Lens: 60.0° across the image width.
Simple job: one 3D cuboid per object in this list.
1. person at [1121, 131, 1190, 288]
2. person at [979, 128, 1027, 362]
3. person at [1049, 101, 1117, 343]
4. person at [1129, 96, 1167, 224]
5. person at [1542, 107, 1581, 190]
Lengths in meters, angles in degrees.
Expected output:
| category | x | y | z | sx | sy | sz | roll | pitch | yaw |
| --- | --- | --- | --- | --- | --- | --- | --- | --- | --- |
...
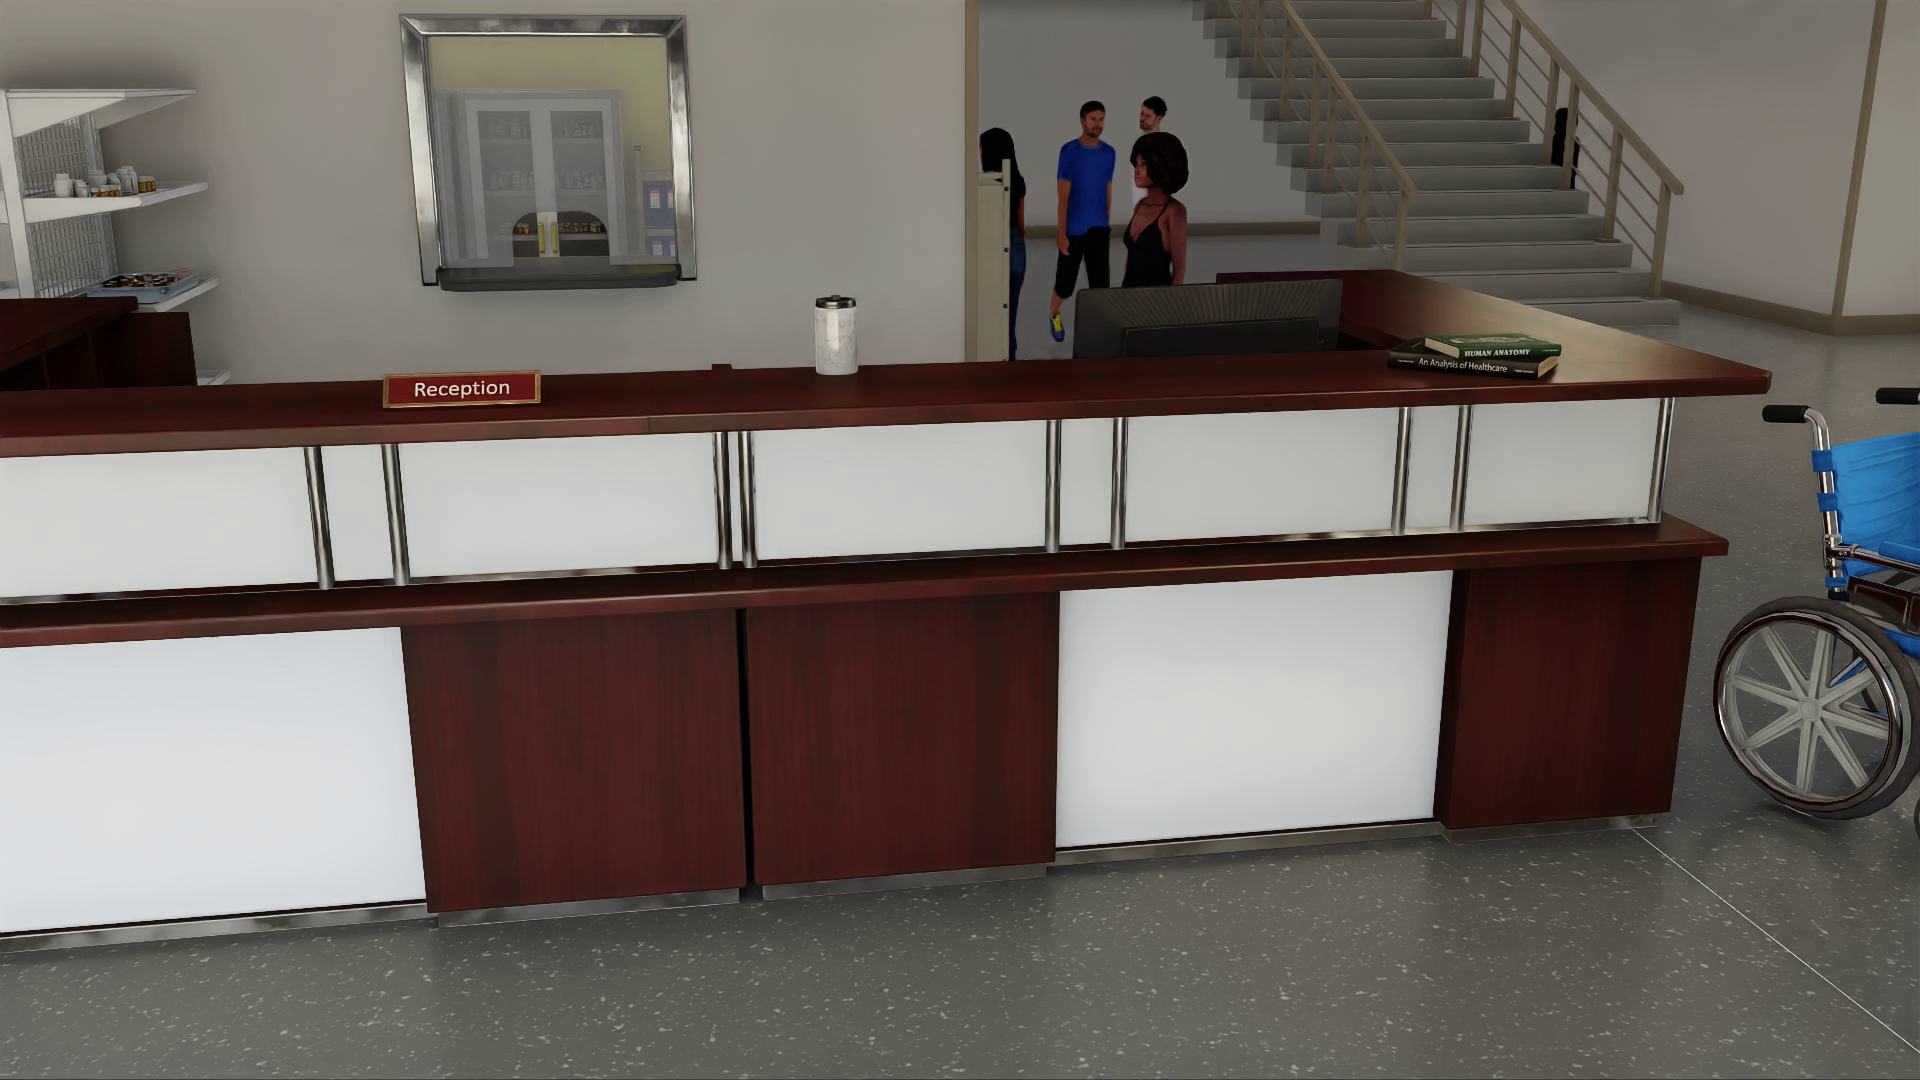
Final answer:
| category | x | y | z | sx | sy | sz | roll | pitch | yaw |
| --- | --- | --- | --- | --- | --- | --- | --- | --- | --- |
| person | 0.958 | -1.101 | 8.221 | 0.701 | 1.789 | 0.590 | -10 | 18 | -31 |
| person | 0.309 | -1.676 | 10.385 | 0.764 | 1.721 | 0.833 | -13 | 21 | -39 |
| person | 0.873 | -2.258 | 12.226 | 0.686 | 1.842 | 1.144 | -5 | 16 | -16 |
| person | 1.523 | -2.617 | 13.451 | 0.928 | 1.868 | 0.496 | 1 | 16 | 5 |
| person | 5.939 | -3.374 | 16.436 | 0.696 | 1.706 | 0.962 | -5 | 16 | -16 |
